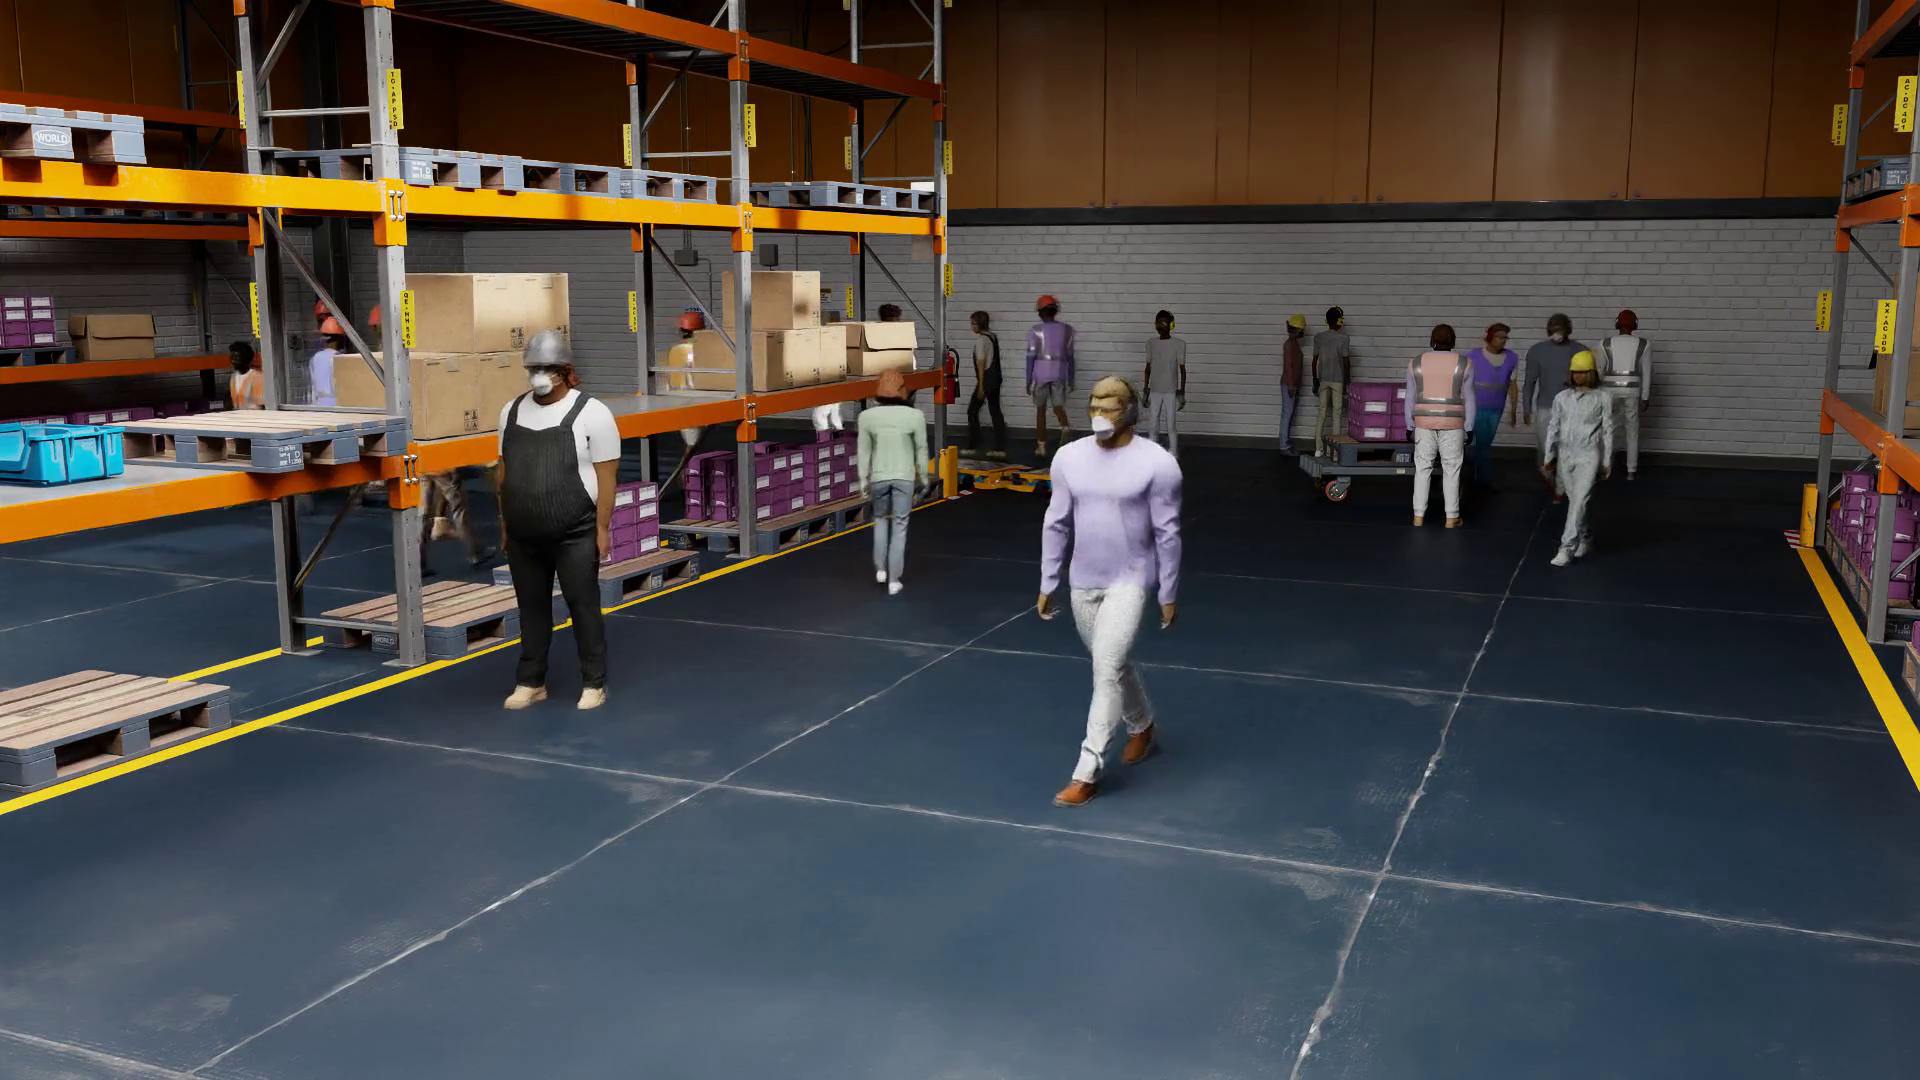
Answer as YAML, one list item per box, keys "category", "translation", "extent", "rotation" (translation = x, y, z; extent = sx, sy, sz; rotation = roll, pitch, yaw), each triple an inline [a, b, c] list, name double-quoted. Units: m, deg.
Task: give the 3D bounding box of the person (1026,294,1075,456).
- category: "person"
  translation: [1.136, -2.009, 20.522]
  extent: [0.664, 2.020, 0.691]
  rotation: [-3, 10, -17]

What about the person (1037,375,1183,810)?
- category: "person"
  translation: [0.707, 0.188, 7.575]
  extent: [0.638, 1.901, 1.018]
  rotation: [6, 11, 34]

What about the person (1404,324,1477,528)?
- category: "person"
  translation: [4.355, -1.032, 15.087]
  extent: [0.633, 1.845, 0.429]
  rotation: [4, 10, 24]

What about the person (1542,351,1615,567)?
- category: "person"
  translation: [4.942, -0.662, 13.290]
  extent: [0.498, 1.695, 0.895]
  rotation: [9, 13, 44]

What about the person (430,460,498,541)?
- category: "person"
  translation: [-4.195, -0.996, 14.438]
  extent: [0.631, 1.989, 1.044]
  rotation: [8, 12, 41]

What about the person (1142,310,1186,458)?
- category: "person"
  translation: [2.309, -1.657, 18.832]
  extent: [0.521, 1.862, 0.335]
  rotation: [5, 11, 30]

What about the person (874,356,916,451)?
- category: "person"
  translation: [-0.707, -1.444, 17.854]
  extent: [0.533, 1.759, 0.343]
  rotation: [-7, 11, -35]

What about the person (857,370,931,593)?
- category: "person"
  translation: [-0.472, -0.433, 12.164]
  extent: [0.507, 1.616, 0.576]
  rotation: [2, 10, 10]

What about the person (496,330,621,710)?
- category: "person"
  translation: [-2.169, -0.101, 8.855]
  extent: [0.692, 2.000, 0.591]
  rotation: [2, 10, 13]

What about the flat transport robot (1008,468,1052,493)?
- category: "flat transport robot"
  translation: [1.277, -0.592, 17.181]
  extent: [1.431, 0.197, 0.652]
  rotation: [6, 11, 32]

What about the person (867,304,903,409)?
- category: "person"
  translation: [-0.849, -1.687, 18.781]
  extent: [0.445, 1.944, 0.611]
  rotation: [-2, 10, -12]

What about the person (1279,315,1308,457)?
- category: "person"
  translation: [4.161, -1.921, 20.745]
  extent: [0.326, 1.770, 0.530]
  rotation: [3, 10, 17]

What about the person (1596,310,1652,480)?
- category: "person"
  translation: [7.321, -1.596, 18.392]
  extent: [0.576, 1.881, 0.354]
  rotation: [4, 10, 21]

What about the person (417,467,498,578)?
- category: "person"
  translation: [-3.961, -0.541, 12.819]
  extent: [0.545, 1.595, 0.824]
  rotation: [4, 10, 24]

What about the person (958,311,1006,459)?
- category: "person"
  translation: [0.245, -1.906, 20.439]
  extent: [0.733, 1.815, 0.564]
  rotation: [5, 10, 26]

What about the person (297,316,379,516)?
- category: "person"
  translation: [-6.031, -1.191, 15.903]
  extent: [0.555, 1.906, 0.930]
  rotation: [7, 11, 35]

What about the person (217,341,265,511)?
- category: "person"
  translation: [-6.825, -1.115, 16.179]
  extent: [0.567, 1.651, 0.884]
  rotation: [6, 11, 31]

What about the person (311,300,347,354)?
- category: "person"
  translation: [-8.037, -2.089, 21.212]
  extent: [0.552, 1.936, 0.360]
  rotation: [8, 13, 42]

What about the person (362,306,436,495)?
- category: "person"
  translation: [-5.864, -1.438, 17.266]
  extent: [0.833, 1.970, 0.611]
  rotation: [-9, 13, -42]

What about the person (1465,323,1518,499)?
- category: "person"
  translation: [5.417, -1.341, 17.149]
  extent: [0.609, 1.790, 0.992]
  rotation: [-2, 9, -9]

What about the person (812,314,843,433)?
- category: "person"
  translation: [-1.592, -1.789, 19.869]
  extent: [0.718, 1.790, 0.642]
  rotation: [-5, 11, -27]

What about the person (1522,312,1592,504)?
- category: "person"
  translation: [5.998, -1.336, 16.739]
  extent: [0.664, 1.915, 0.675]
  rotation: [3, 10, 18]

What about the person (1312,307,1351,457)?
- category: "person"
  translation: [4.569, -1.922, 20.420]
  extent: [0.531, 1.865, 0.316]
  rotation: [8, 12, 40]

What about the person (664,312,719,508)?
- category: "person"
  translation: [-2.605, -1.271, 16.317]
  extent: [0.572, 1.914, 0.589]
  rotation: [8, 12, 39]

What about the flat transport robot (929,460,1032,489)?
- category: "flat transport robot"
  translation: [0.072, -0.728, 18.006]
  extent: [1.431, 0.197, 0.652]
  rotation: [9, 13, 43]
